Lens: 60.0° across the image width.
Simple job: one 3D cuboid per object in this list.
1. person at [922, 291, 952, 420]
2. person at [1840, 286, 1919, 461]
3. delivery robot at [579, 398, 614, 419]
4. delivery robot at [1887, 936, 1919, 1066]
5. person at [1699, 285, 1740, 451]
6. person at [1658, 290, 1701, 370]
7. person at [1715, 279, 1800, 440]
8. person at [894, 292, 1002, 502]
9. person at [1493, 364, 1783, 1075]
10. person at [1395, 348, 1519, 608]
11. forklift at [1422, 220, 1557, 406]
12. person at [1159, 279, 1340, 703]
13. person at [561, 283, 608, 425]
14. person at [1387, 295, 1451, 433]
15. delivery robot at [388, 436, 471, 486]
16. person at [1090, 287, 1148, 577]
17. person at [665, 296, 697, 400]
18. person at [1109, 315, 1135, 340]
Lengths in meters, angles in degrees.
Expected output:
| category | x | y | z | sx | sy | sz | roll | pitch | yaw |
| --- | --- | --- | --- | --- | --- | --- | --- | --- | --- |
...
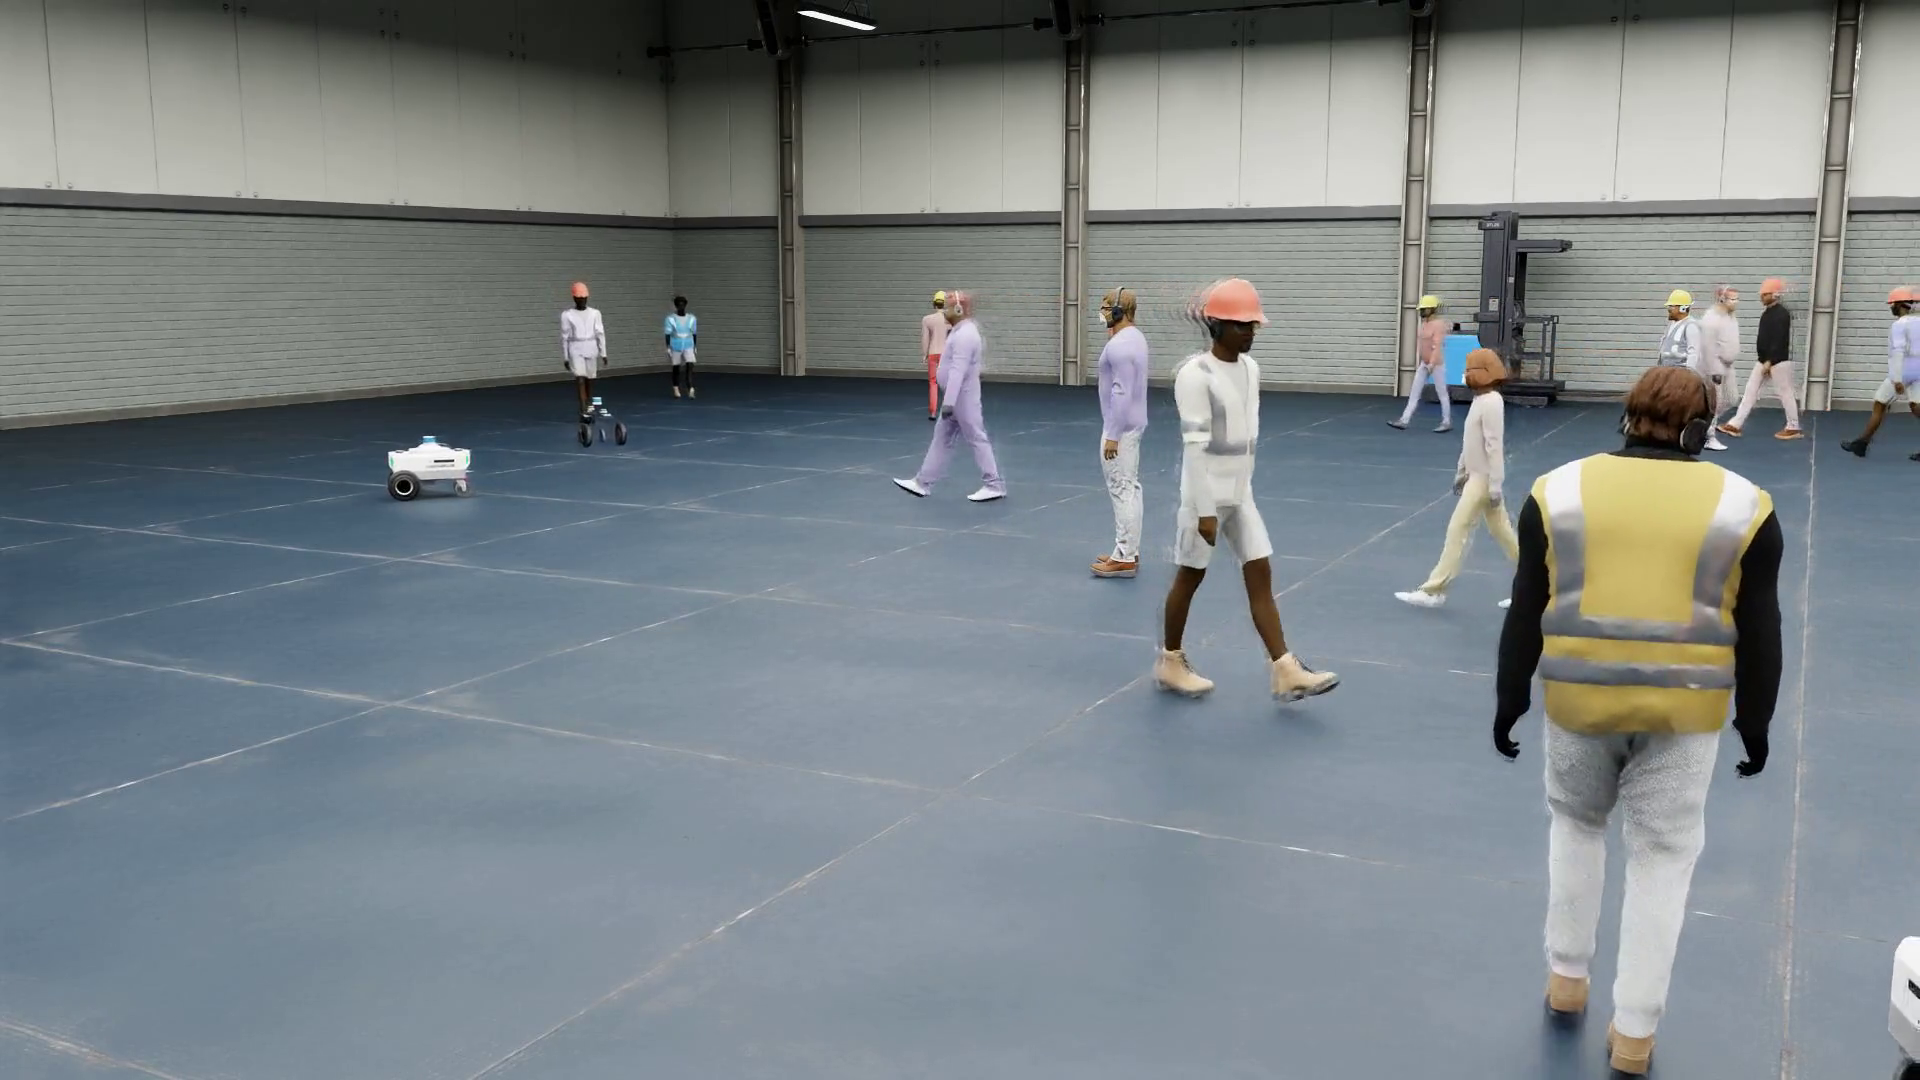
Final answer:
| category | x | y | z | sx | sy | sz | roll | pitch | yaw |
| --- | --- | --- | --- | --- | --- | --- | --- | --- | --- |
| person | -0.263 | -2.543 | 22.943 | 0.530 | 1.767 | 0.328 | 0 | 9 | -1 |
| person | 10.244 | -1.807 | 18.096 | 0.540 | 1.879 | 1.034 | -5 | 10 | -28 |
| delivery robot | -4.309 | -1.577 | 19.755 | 0.335 | 0.223 | 0.698 | -5 | 11 | -28 |
| delivery robot | 2.431 | 1.139 | 3.804 | 0.477 | 0.478 | 0.707 | 1 | 9 | 8 |
| person | 8.690 | -1.972 | 19.077 | 0.673 | 1.885 | 0.444 | -8 | 12 | -40 |
| person | 8.060 | -1.889 | 18.702 | 0.403 | 1.831 | 0.597 | 0 | 9 | 0 |
| person | 9.821 | -2.195 | 20.249 | 1.018 | 1.941 | 0.624 | 0 | 9 | 0 |
| person | -0.082 | -1.264 | 14.774 | 0.996 | 1.850 | 0.677 | -1 | 9 | -5 |
| person | 1.795 | 0.438 | 4.424 | 0.680 | 1.806 | 0.706 | 4 | 10 | 24 |
| person | 3.144 | -0.367 | 10.074 | 0.873 | 1.583 | 0.521 | 2 | 9 | 12 |
| forklift | 8.245 | -3.527 | 25.720 | 1.873 | 2.768 | 1.129 | 5 | 10 | 27 |
| person | 1.314 | -0.201 | 7.773 | 0.994 | 1.996 | 0.642 | 9 | 13 | 44 |
| person | -5.049 | -2.499 | 22.314 | 0.546 | 1.890 | 0.996 | -5 | 11 | -29 |
| person | 5.873 | -2.215 | 21.028 | 0.884 | 1.723 | 0.541 | -3 | 10 | -18 |
| delivery robot | -4.835 | -0.704 | 15.171 | 0.707 | 0.478 | 0.477 | -3 | 10 | -18 |
| person | 1.082 | -0.731 | 11.237 | 0.359 | 1.938 | 0.635 | 2 | 10 | 14 |
| person | -4.466 | -3.080 | 26.639 | 0.534 | 1.642 | 0.886 | -3 | 10 | -18 |
| person | 2.745 | -3.345 | 28.278 | 0.515 | 1.640 | 0.315 | -5 | 11 | -29 |
